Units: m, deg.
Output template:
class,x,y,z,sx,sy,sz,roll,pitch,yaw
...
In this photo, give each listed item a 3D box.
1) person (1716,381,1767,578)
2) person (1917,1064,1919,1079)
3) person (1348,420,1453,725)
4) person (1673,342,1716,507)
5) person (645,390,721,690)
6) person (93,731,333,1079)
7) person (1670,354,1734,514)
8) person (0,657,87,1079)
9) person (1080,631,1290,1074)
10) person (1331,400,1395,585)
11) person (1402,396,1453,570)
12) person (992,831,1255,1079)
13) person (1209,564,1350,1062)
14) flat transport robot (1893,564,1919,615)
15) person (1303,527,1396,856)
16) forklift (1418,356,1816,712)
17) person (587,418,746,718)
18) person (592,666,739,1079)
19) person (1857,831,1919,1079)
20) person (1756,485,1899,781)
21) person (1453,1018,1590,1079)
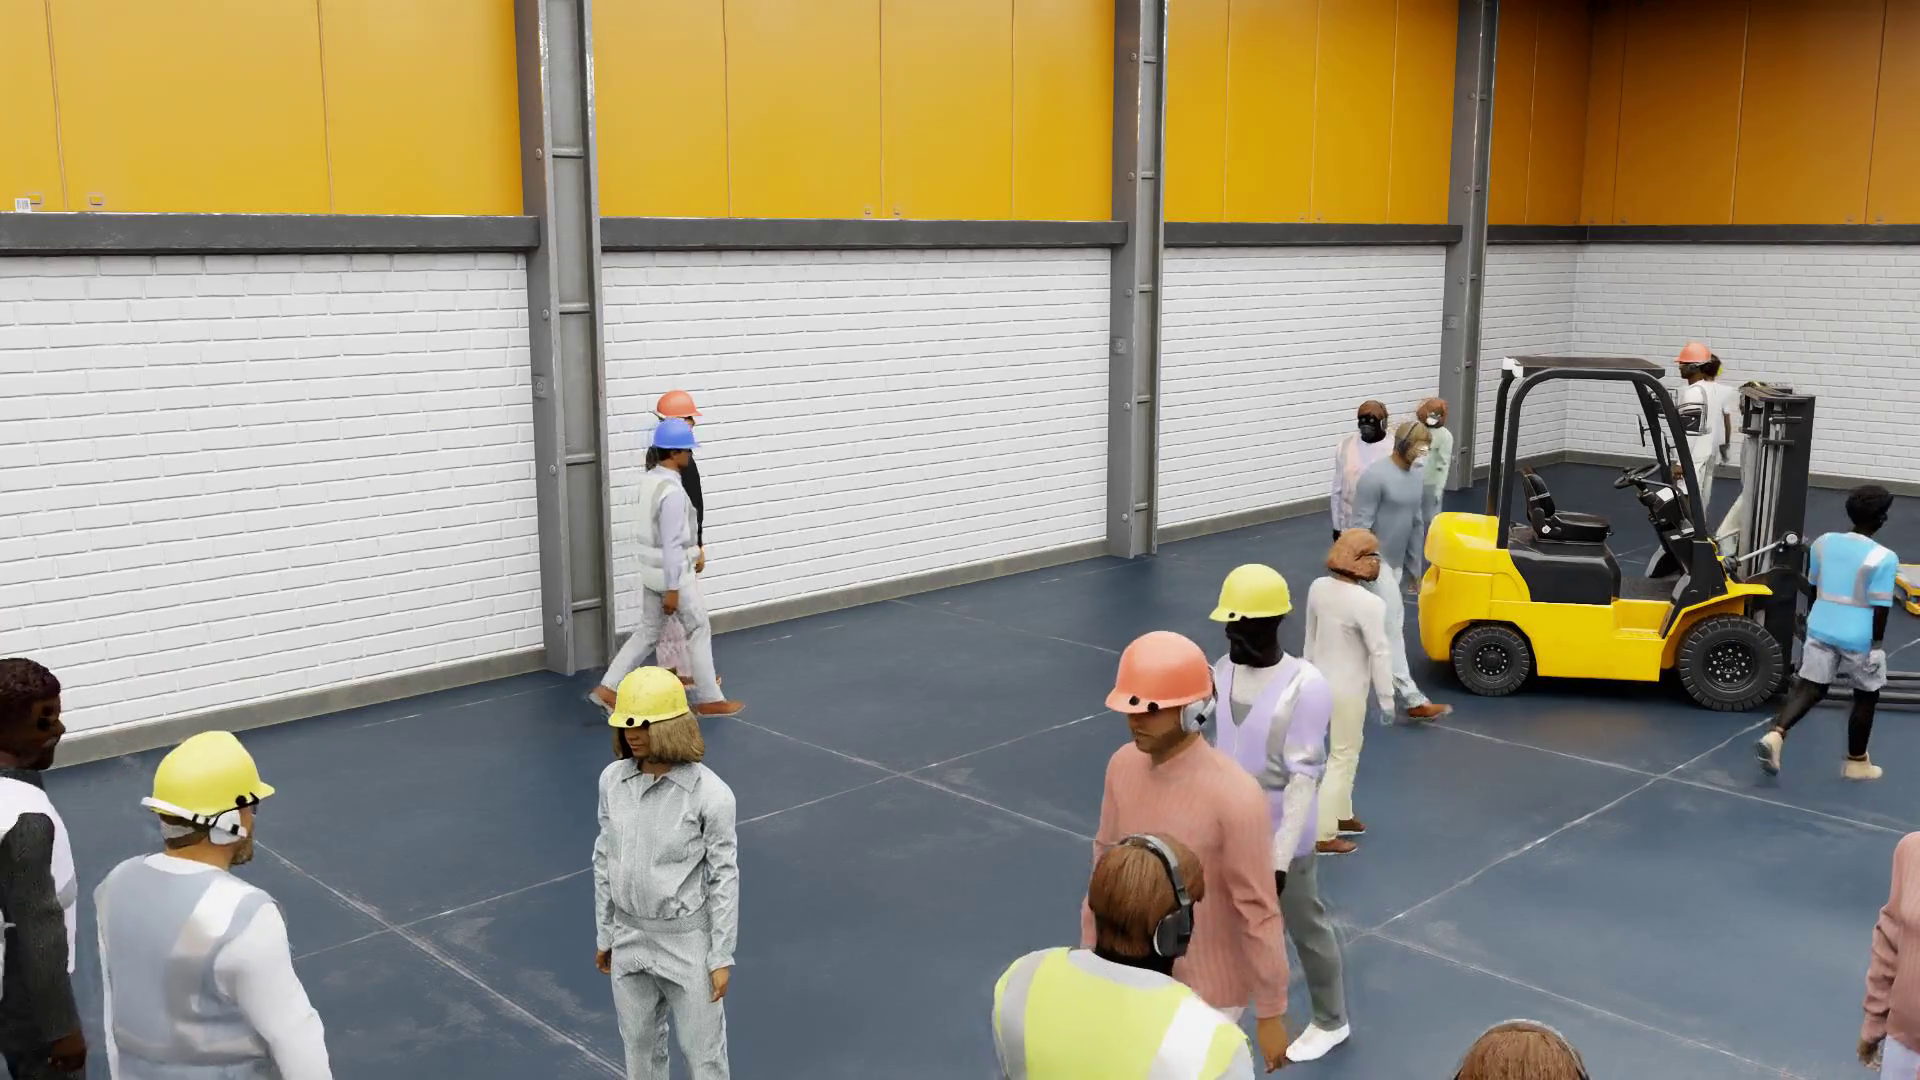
class,x,y,z,sx,sy,sz,roll,pitch,yaw
person,6.321,-0.354,13.402,0.664,1.843,0.564,2,11,9
person,1.460,1.632,2.479,0.569,1.892,0.658,-1,10,-4
person,2.710,0.199,10.328,0.986,1.870,0.691,9,14,41
person,6.627,-0.770,15.136,0.376,2.045,0.605,7,13,34
person,-1.874,-0.002,11.078,0.375,1.995,0.611,-7,13,-35
person,-1.770,1.357,4.166,0.616,1.805,0.692,7,13,35
person,7.486,-0.966,16.832,0.507,1.820,0.969,2,11,11
person,-2.647,1.244,4.584,0.597,1.887,0.544,10,15,44
person,0.498,1.213,4.551,0.970,1.950,0.654,-6,12,-28
person,2.984,-0.106,12.112,0.618,1.836,0.432,7,13,35
person,4.100,-0.482,14.759,0.310,1.612,0.598,-6,12,-31
person,0.352,1.487,3.441,0.627,1.829,0.446,8,13,38
person,1.039,1.011,5.889,0.993,1.875,0.589,-7,13,-34
flat transport robot,8.000,0.397,13.609,0.652,0.197,1.431,3,11,15
person,1.937,0.732,8.109,0.565,1.613,0.520,-5,11,-24
forklift,4.276,-0.101,11.076,2.313,2.155,1.214,2,11,13
person,-1.839,0.197,10.232,0.924,1.916,0.612,-5,12,-27
person,-0.907,1.230,5.047,0.492,1.743,0.296,5,11,24
person,2.583,1.349,4.333,0.305,1.771,0.525,-4,11,-21
person,4.762,0.527,9.076,0.741,1.669,0.562,-4,11,-23
person,0.835,1.651,2.675,0.957,1.783,0.636,-8,13,-38
